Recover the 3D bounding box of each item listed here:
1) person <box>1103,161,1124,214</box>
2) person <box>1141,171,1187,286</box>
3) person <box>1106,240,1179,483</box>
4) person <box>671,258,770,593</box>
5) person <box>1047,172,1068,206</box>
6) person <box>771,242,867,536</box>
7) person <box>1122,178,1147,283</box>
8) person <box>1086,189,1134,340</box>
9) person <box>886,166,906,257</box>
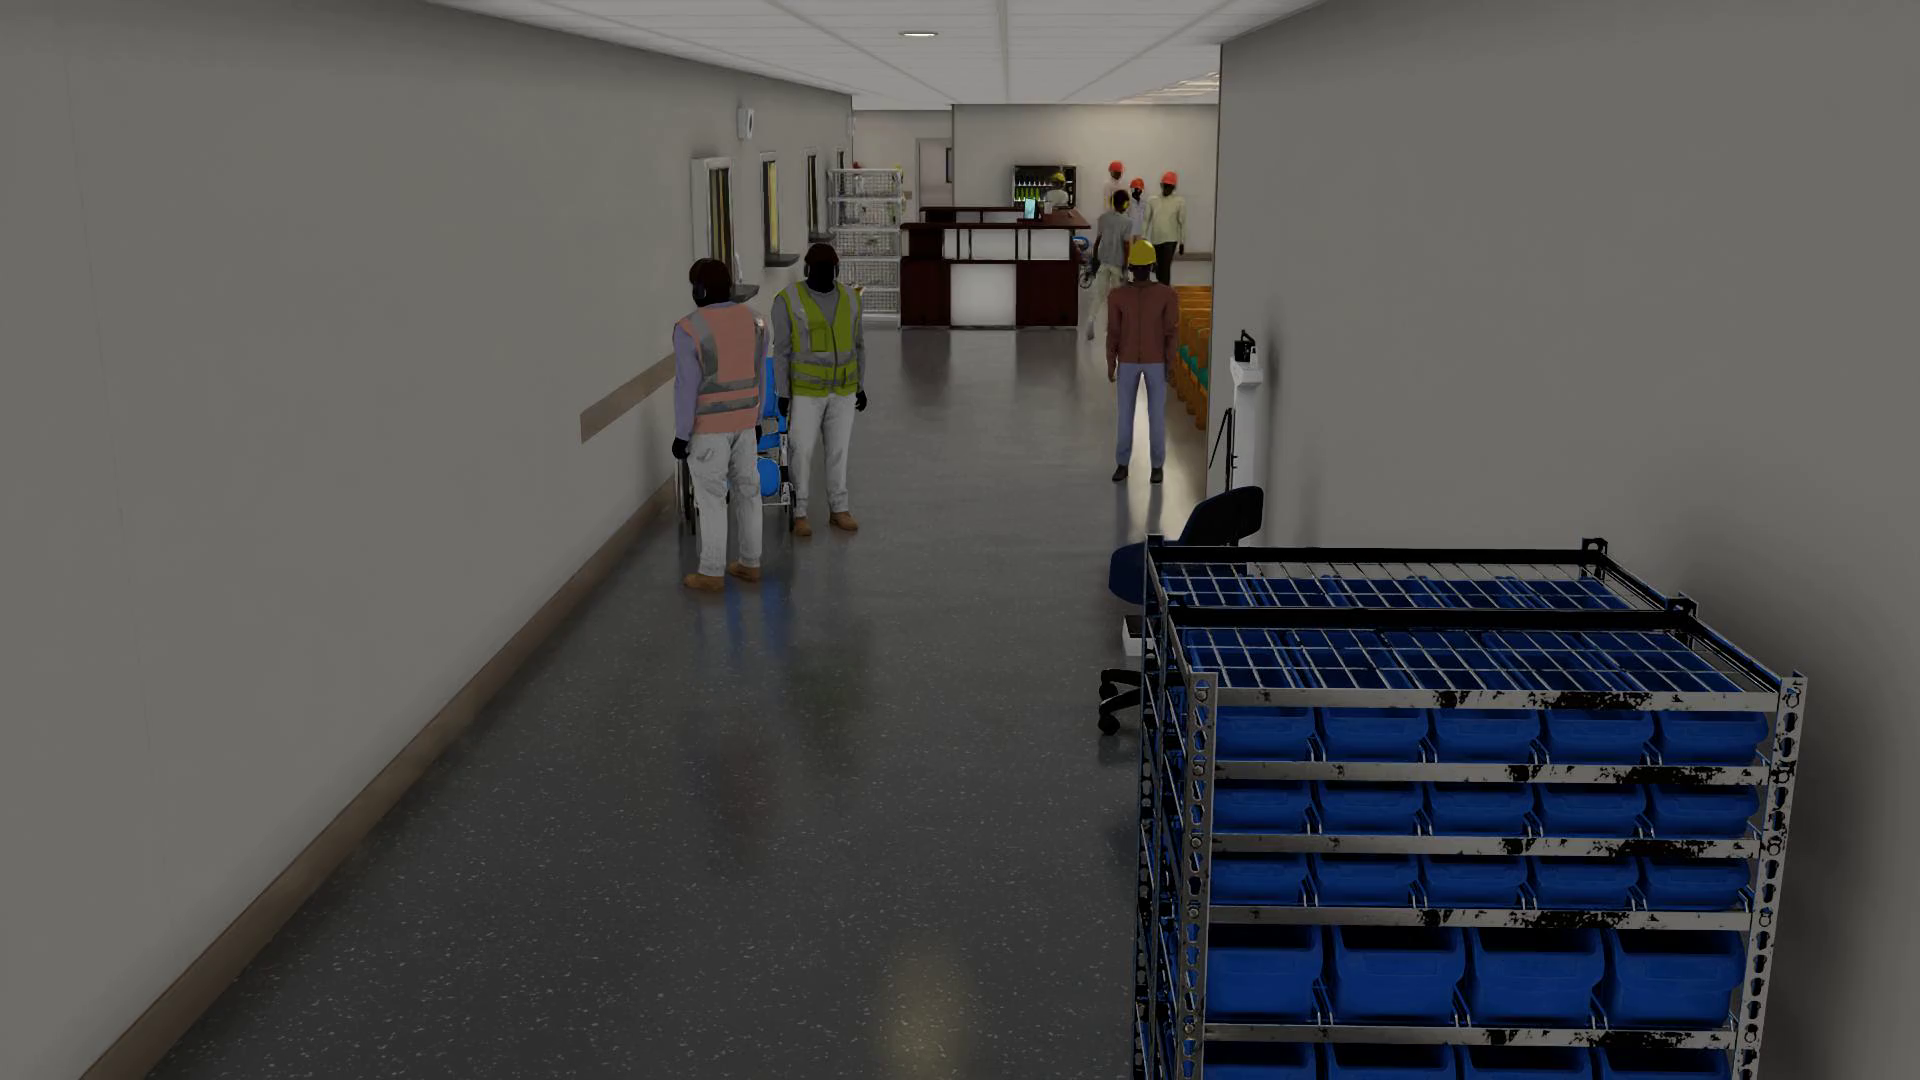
[{"bbox_3d":[2.847,-5.943,30.532,0.425,1.971,0.709,10,17,36],"label":"person"},{"bbox_3d":[2.971,-4.362,24.183,0.616,1.948,0.951,7,15,26],"label":"person"},{"bbox_3d":[1.310,-1.283,12.024,0.518,1.757,0.340,3,14,11],"label":"person"},{"bbox_3d":[-1.339,-0.631,9.201,0.430,1.844,0.619,13,19,42],"label":"person"},{"bbox_3d":[1.821,-5.959,31.005,0.491,1.750,0.541,-13,19,-41],"label":"person"},{"bbox_3d":[-0.867,-0.948,10.493,0.631,1.840,0.428,-7,16,-28],"label":"person"},{"bbox_3d":[2.921,-5.163,27.794,0.564,1.743,0.352,-9,17,-34],"label":"person"},{"bbox_3d":[1.794,-3.326,20.176,0.555,1.830,0.770,9,17,34],"label":"person"},{"bbox_3d":[-1.261,-6.477,32.944,0.403,1.832,0.593,0,14,2],"label":"person"}]
